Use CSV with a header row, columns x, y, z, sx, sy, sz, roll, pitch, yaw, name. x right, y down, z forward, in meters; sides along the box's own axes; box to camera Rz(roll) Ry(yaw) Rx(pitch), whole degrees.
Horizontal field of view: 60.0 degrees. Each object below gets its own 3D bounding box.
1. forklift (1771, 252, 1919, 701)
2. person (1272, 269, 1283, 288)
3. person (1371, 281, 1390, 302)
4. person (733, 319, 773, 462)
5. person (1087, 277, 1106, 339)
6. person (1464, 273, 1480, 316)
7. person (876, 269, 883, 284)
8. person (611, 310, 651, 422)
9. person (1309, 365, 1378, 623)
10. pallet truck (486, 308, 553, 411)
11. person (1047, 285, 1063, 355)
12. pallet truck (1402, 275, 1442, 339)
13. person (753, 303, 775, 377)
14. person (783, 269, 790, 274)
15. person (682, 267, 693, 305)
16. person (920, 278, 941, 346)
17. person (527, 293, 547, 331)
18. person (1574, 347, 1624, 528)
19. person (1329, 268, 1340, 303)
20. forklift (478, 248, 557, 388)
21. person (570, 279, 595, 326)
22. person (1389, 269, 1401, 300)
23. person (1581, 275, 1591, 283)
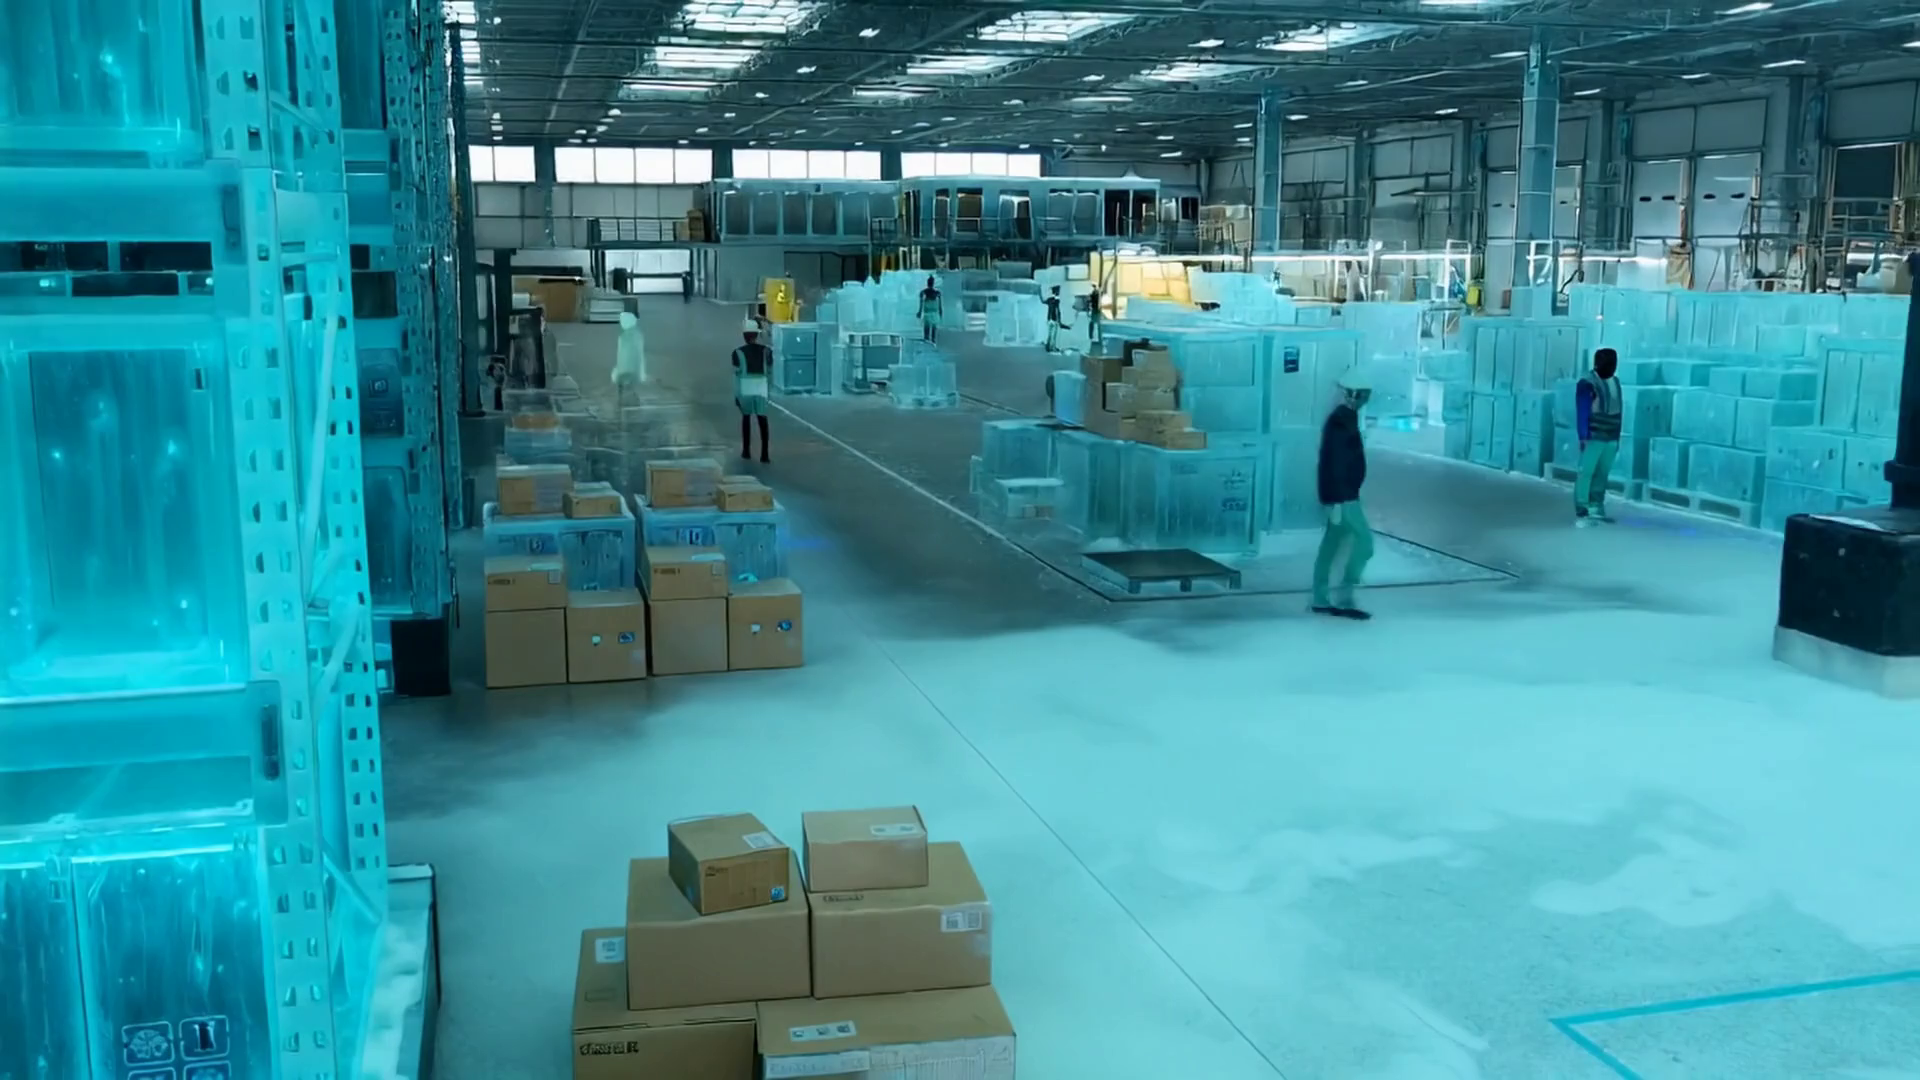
x,y,z,sx,sy,sz,roll,pitch,yaw,name
6.534,-0.476,10.870,1.873,2.768,1.129,-3,10,-15,forklift
13.784,-10.724,71.753,0.982,1.870,0.603,-3,11,-19,person
12.131,-6.558,48.130,0.583,1.882,0.337,3,11,19,person
-2.760,-2.002,22.310,0.546,1.904,0.930,-3,10,-15,person
4.232,-7.173,51.501,0.585,1.922,0.457,2,10,10,person
18.360,-8.599,59.606,0.584,1.918,0.408,-1,10,-8,person
-3.616,-11.548,76.579,0.997,1.835,0.576,-4,11,-22,person
-5.024,-2.585,25.623,1.010,1.898,0.633,2,10,11,person
2.966,-0.341,12.674,0.618,1.967,0.659,2,10,8,person
-6.242,-2.418,24.362,0.823,1.965,1.885,1,10,3,pallet truck
2.507,-5.834,44.113,0.331,1.860,0.543,-8,13,-40,person
14.620,-7.324,52.145,0.823,1.965,1.885,8,13,40,pallet truck
-4.107,-4.116,34.833,0.535,1.697,0.318,-7,12,-36,person
-6.995,-9.897,66.841,0.655,1.942,0.998,9,13,41,person
-13.318,-12.378,81.196,0.517,1.842,0.327,-3,10,-15,person
-0.837,-6.555,47.882,0.614,1.962,0.365,1,10,8,person
-11.527,-5.923,45.324,0.521,1.607,0.794,-2,10,-13,person
6.564,-1.049,17.058,0.622,1.844,0.429,-7,12,-34,person
17.193,-11.633,76.791,0.921,1.908,0.617,-3,10,-16,person
-9.237,-4.540,33.883,1.873,2.768,1.129,-3,10,-15,forklift
-13.702,-8.622,60.314,0.842,1.714,0.489,1,10,4,person
20.881,-12.101,79.727,0.625,1.814,0.827,-2,10,-11,person
23.885,-9.206,63.379,0.648,1.790,0.982,-5,11,-28,person
